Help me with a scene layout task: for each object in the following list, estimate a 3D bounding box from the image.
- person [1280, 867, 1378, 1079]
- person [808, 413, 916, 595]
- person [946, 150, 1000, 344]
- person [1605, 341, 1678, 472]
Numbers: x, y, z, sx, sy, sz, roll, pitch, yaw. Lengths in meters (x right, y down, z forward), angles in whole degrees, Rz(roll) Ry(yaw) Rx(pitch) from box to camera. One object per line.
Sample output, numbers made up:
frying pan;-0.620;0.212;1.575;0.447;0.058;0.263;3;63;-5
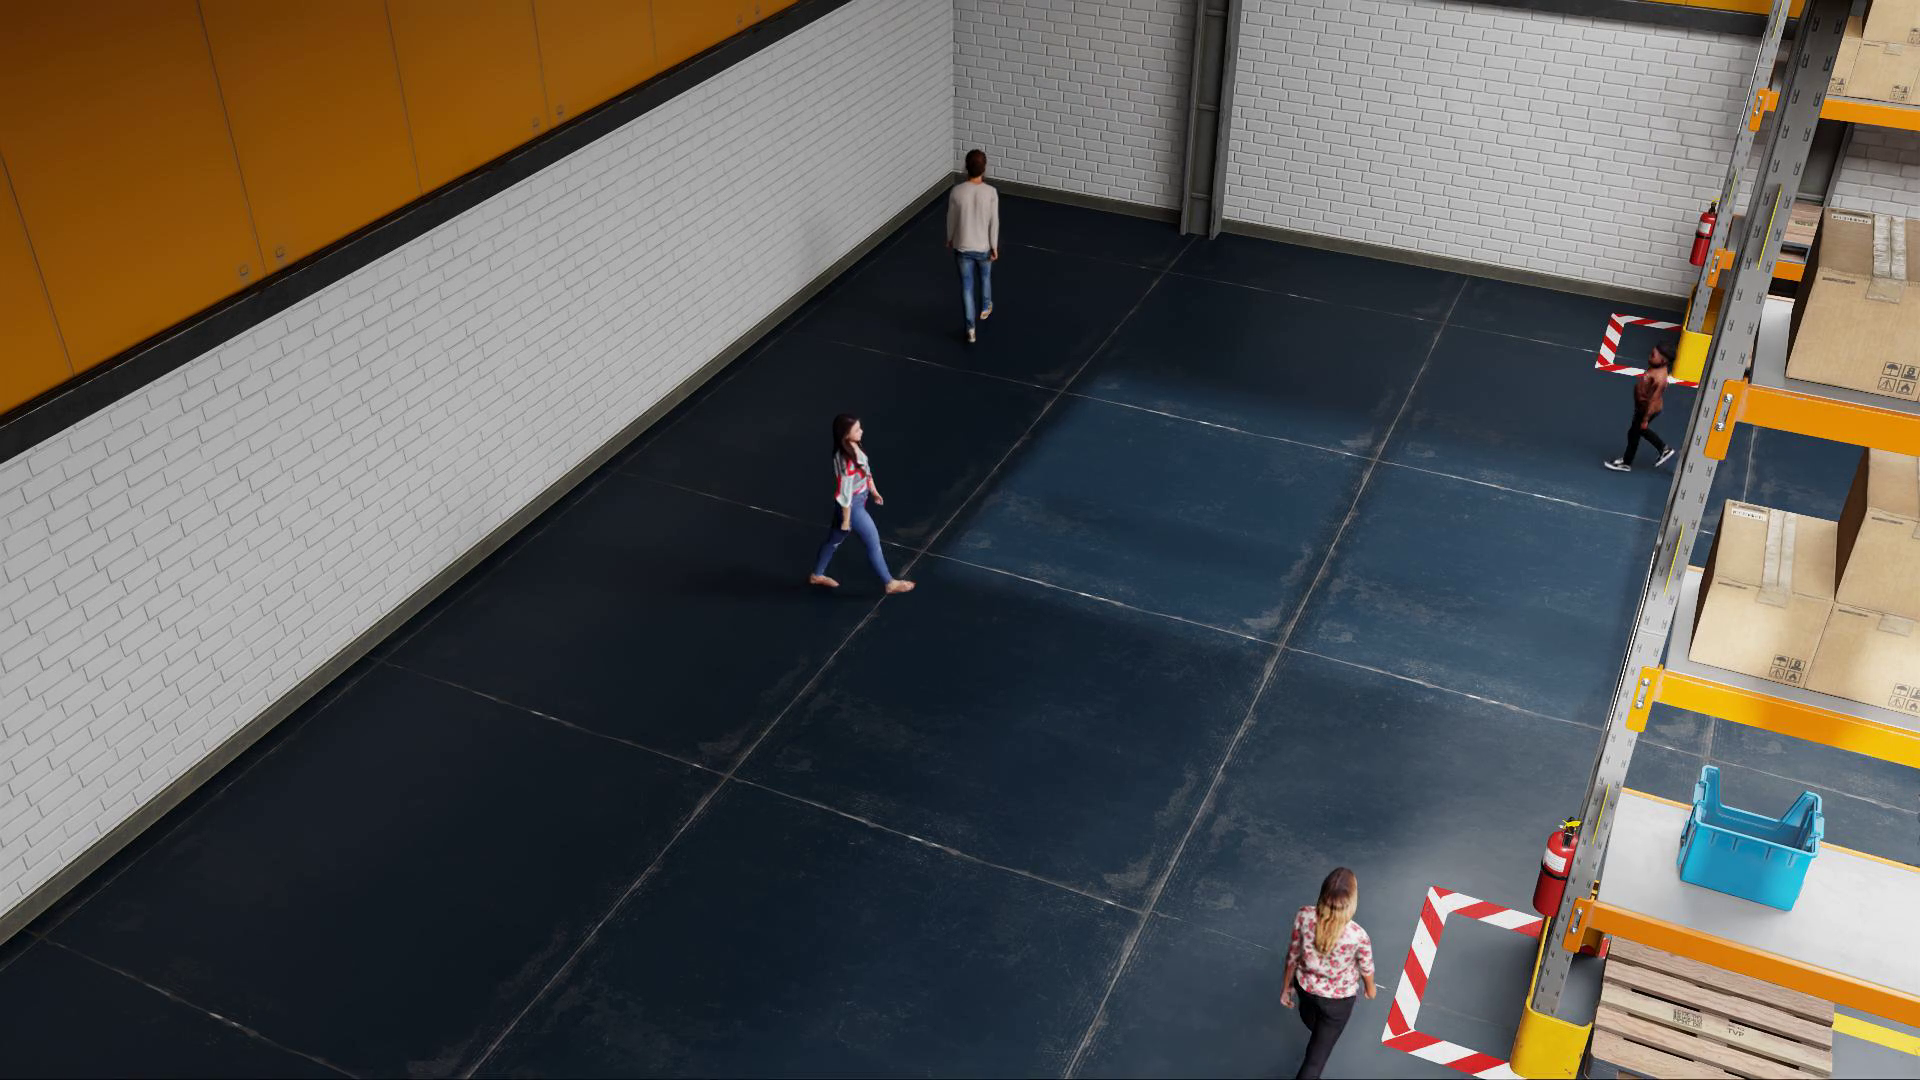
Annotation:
person;1.845;2.407;8.610;1.069;1.583;0.787;22;40;30
person;-0.903;-0.254;12.626;1.147;1.570;0.889;0;34;1
person;0.125;-2.816;16.209;1.059;1.870;0.993;0;34;0
person;5.935;-1.117;14.218;0.790;1.243;0.589;9;35;13
